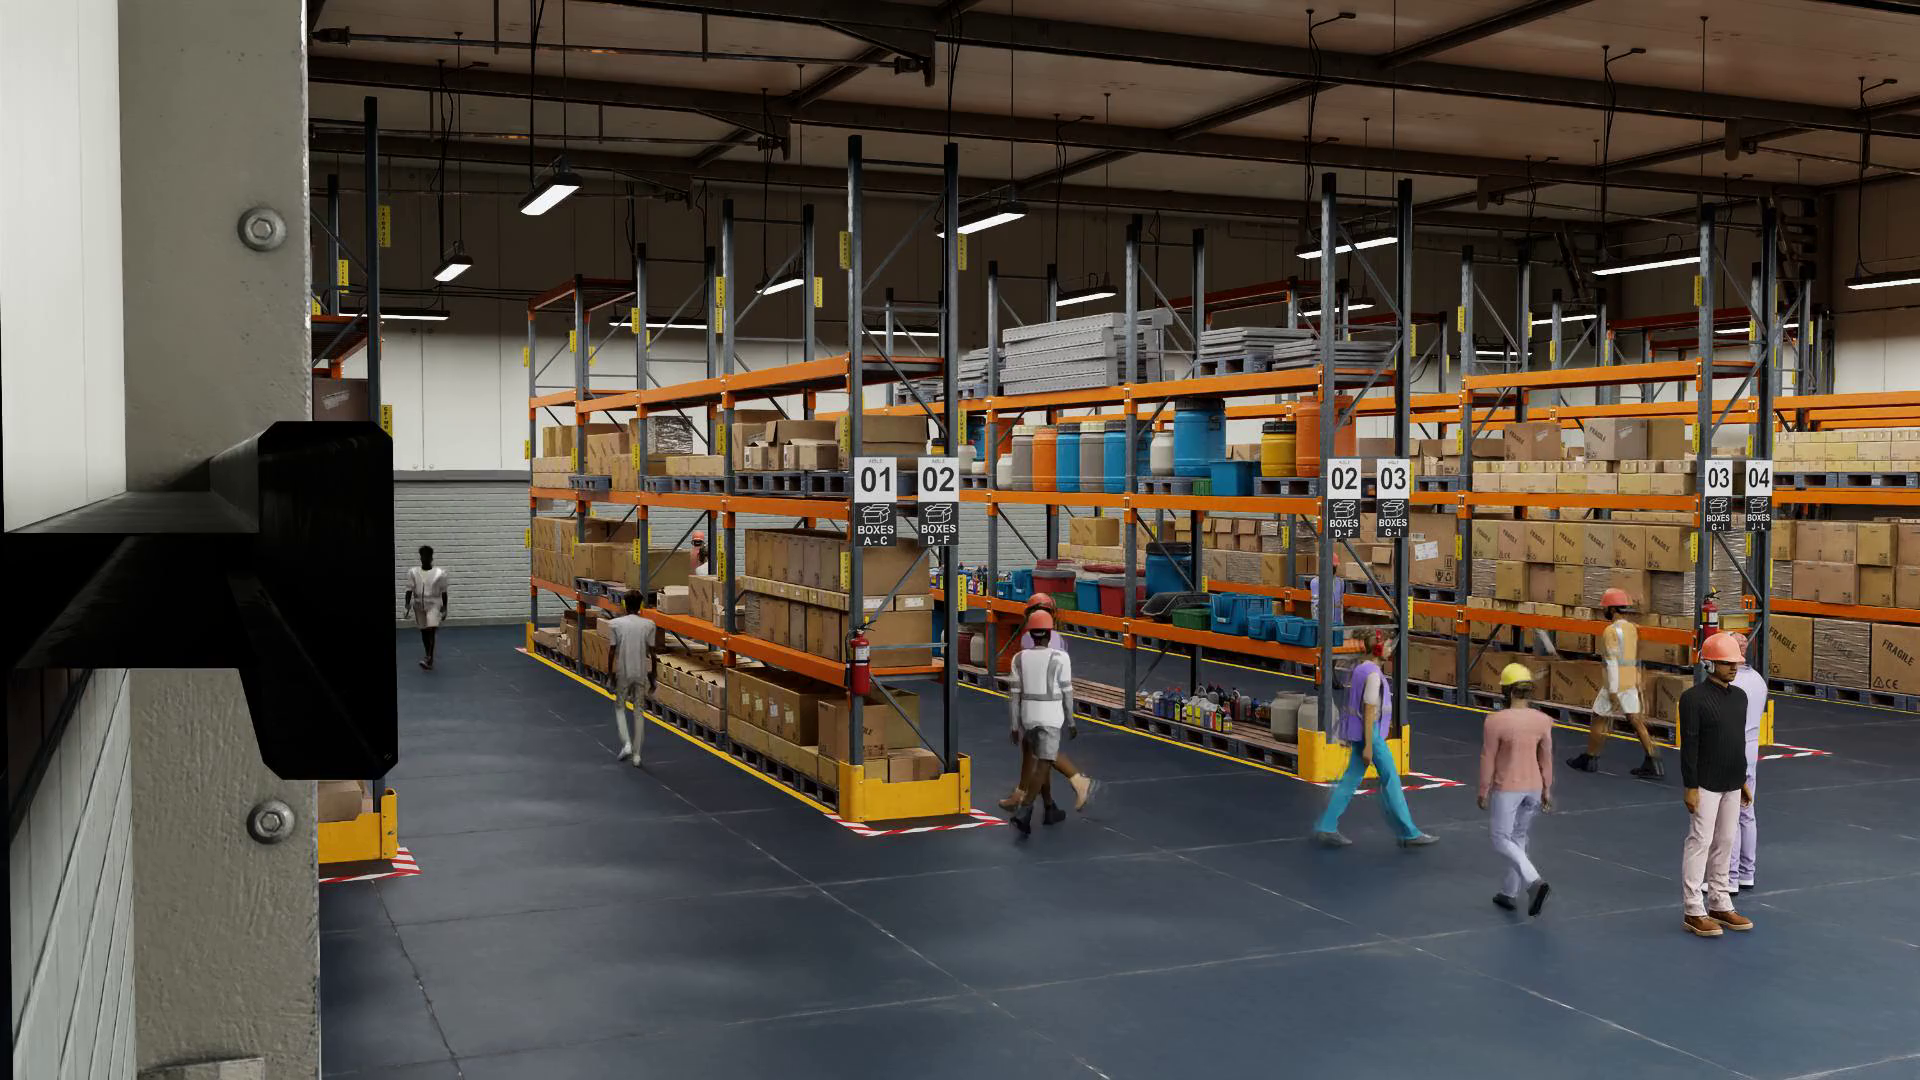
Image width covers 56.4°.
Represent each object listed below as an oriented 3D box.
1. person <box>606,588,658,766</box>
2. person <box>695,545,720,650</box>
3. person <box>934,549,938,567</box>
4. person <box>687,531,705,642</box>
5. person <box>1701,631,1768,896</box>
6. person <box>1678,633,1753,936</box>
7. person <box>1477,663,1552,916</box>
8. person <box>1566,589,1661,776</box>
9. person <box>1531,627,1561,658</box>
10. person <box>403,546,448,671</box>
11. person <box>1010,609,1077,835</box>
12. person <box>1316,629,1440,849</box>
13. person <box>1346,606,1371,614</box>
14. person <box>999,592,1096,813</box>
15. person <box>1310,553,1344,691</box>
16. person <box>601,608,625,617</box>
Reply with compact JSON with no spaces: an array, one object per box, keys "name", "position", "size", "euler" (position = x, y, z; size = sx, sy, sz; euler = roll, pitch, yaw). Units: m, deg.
[{"name":"person","position":[-3.438,1.431,18.765],"size":[0.550,1.842,0.434],"euler":[-1,2,-17]},{"name":"person","position":[-3.919,1.041,27.721],"size":[0.371,1.940,0.630],"euler":[1,2,21]},{"name":"person","position":[-0.348,0.760,34.489],"size":[0.405,1.986,0.619],"euler":[1,2,22]},{"name":"person","position":[-4.726,0.834,32.377],"size":[0.622,1.993,0.384],"euler":[-1,2,-15]},{"name":"person","position":[5.613,1.617,13.088],"size":[0.651,1.907,0.409],"euler":[-2,3,-43]},{"name":"person","position":[5.059,1.616,11.970],"size":[0.618,1.994,0.380],"euler":[-1,3,-31]},{"name":"person","position":[3.883,1.725,12.398],"size":[0.527,1.737,0.682],"euler":[-1,2,-18]},{"name":"person","position":[6.666,1.435,18.144],"size":[0.564,1.889,0.986],"euler":[-2,3,-41]},{"name":"person","position":[9.161,1.038,28.133],"size":[0.615,1.917,0.897],"euler":[-1,2,-22]},{"name":"person","position":[-8.282,1.053,27.753],"size":[0.610,1.912,1.011],"euler":[0,2,2]},{"name":"person","position":[0.663,1.545,15.353],"size":[0.534,1.891,0.980],"euler":[1,3,32]},{"name":"person","position":[3.376,1.616,14.621],"size":[0.991,1.792,0.590],"euler":[0,2,2]},{"name":"person","position":[6.913,0.976,30.947],"size":[0.631,1.821,0.777],"euler":[-1,2,-14]},{"name":"person","position":[0.810,1.471,16.109],"size":[0.906,1.979,0.668],"euler":[1,3,31]},{"name":"person","position":[5.186,1.136,25.191],"size":[0.545,1.942,0.349],"euler":[-1,2,-25]},{"name":"person","position":[-6.100,0.956,31.605],"size":[0.629,1.805,0.540],"euler":[-2,3,-43]}]
